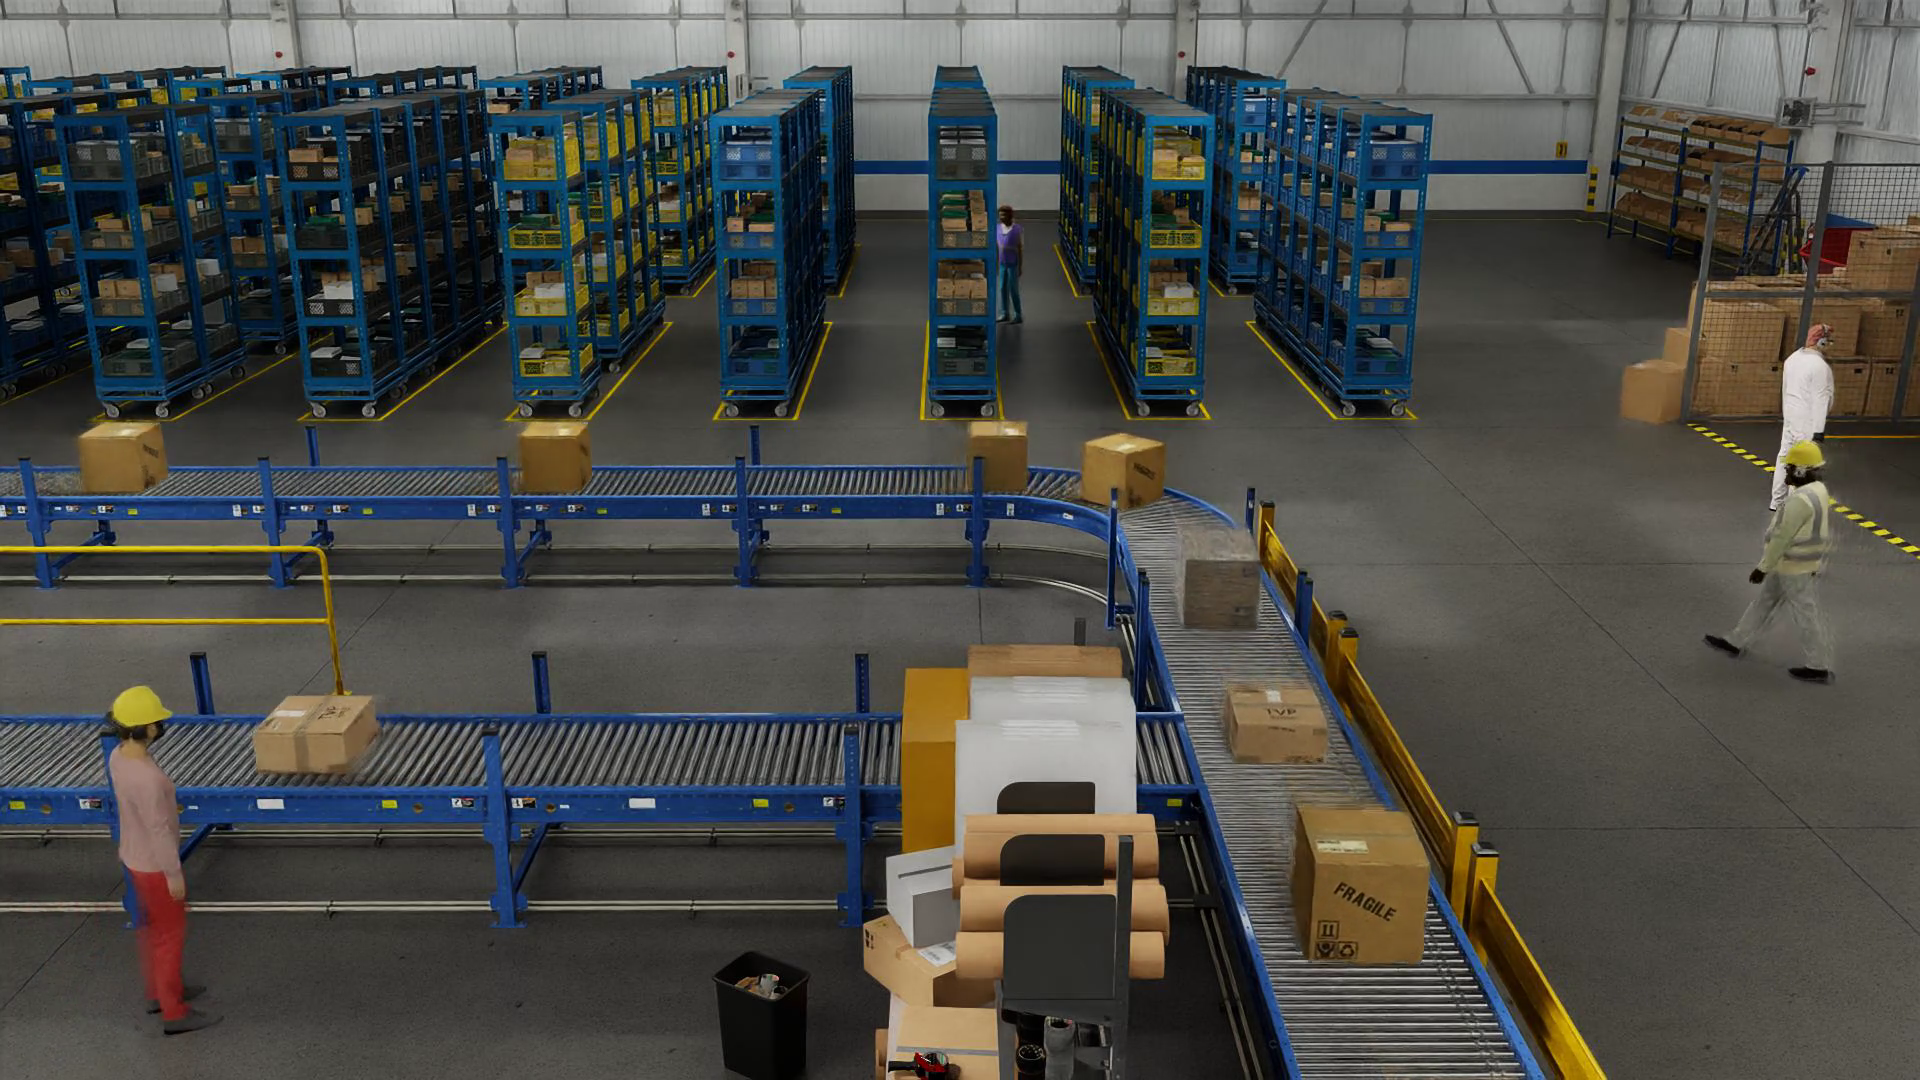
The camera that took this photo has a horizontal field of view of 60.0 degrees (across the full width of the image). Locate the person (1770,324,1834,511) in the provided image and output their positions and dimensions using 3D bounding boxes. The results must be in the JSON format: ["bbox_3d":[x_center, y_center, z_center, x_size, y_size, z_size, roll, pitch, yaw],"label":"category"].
[{"bbox_3d":[8.185,-1.143,16.083,0.410,1.905,0.640,-1,18,-3],"label":"person"}]

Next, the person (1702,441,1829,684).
[{"bbox_3d":[6.114,0.141,12.320,0.934,1.782,0.588,12,21,32],"label":"person"}]

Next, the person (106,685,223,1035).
[{"bbox_3d":[-3.875,1.535,8.057,0.330,1.765,0.532,-16,24,-40],"label":"person"}]

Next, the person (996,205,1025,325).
[{"bbox_3d":[0.771,-4.284,25.881,0.407,1.831,0.570,-16,24,-41],"label":"person"}]
